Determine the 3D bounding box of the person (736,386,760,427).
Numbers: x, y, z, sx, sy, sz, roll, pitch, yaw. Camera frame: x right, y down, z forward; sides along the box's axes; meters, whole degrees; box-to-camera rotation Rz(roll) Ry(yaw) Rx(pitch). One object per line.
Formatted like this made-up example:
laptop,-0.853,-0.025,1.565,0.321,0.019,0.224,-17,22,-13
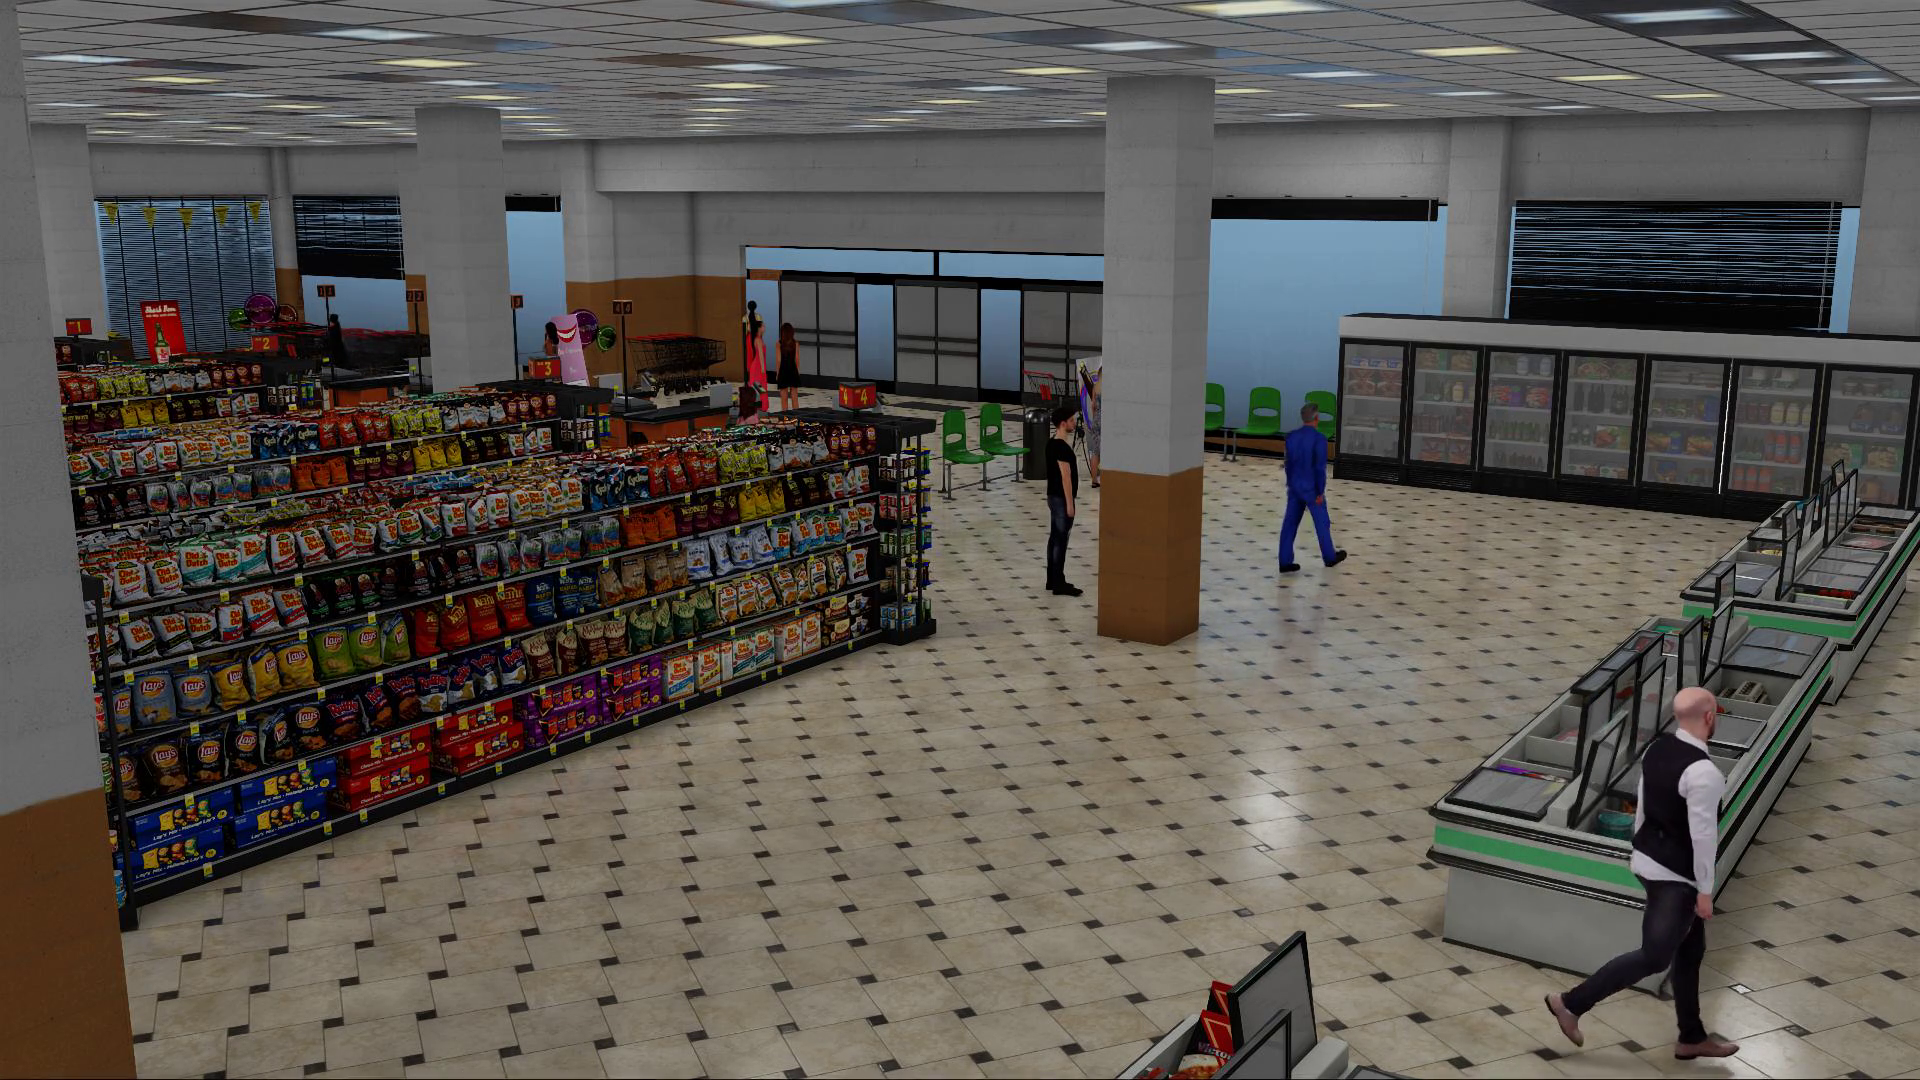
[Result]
person,-2.468,-0.909,19.480,0.717,1.803,0.691,-4,12,-17

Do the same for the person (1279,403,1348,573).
person,3.598,-0.516,17.633,1.167,1.794,0.931,-9,15,-38

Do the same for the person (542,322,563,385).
person,-7.544,-3.216,30.817,0.784,1.645,0.642,1,12,7

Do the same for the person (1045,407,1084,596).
person,1.020,-0.405,16.855,0.806,1.897,0.753,-2,12,-12

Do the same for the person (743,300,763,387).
person,-4.297,-4.077,34.545,0.632,1.794,0.735,-5,13,-23

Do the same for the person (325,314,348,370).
person,-12.109,-3.583,32.515,0.895,1.663,0.820,-1,12,-5

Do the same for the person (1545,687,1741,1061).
person,3.196,1.582,7.685,1.191,1.786,1.204,0,12,1

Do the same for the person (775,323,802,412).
person,-2.922,-2.765,28.218,0.630,1.834,0.725,-5,13,-21

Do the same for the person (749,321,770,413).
person,-3.637,-3.104,30.089,0.750,1.725,0.716,-4,13,-19
